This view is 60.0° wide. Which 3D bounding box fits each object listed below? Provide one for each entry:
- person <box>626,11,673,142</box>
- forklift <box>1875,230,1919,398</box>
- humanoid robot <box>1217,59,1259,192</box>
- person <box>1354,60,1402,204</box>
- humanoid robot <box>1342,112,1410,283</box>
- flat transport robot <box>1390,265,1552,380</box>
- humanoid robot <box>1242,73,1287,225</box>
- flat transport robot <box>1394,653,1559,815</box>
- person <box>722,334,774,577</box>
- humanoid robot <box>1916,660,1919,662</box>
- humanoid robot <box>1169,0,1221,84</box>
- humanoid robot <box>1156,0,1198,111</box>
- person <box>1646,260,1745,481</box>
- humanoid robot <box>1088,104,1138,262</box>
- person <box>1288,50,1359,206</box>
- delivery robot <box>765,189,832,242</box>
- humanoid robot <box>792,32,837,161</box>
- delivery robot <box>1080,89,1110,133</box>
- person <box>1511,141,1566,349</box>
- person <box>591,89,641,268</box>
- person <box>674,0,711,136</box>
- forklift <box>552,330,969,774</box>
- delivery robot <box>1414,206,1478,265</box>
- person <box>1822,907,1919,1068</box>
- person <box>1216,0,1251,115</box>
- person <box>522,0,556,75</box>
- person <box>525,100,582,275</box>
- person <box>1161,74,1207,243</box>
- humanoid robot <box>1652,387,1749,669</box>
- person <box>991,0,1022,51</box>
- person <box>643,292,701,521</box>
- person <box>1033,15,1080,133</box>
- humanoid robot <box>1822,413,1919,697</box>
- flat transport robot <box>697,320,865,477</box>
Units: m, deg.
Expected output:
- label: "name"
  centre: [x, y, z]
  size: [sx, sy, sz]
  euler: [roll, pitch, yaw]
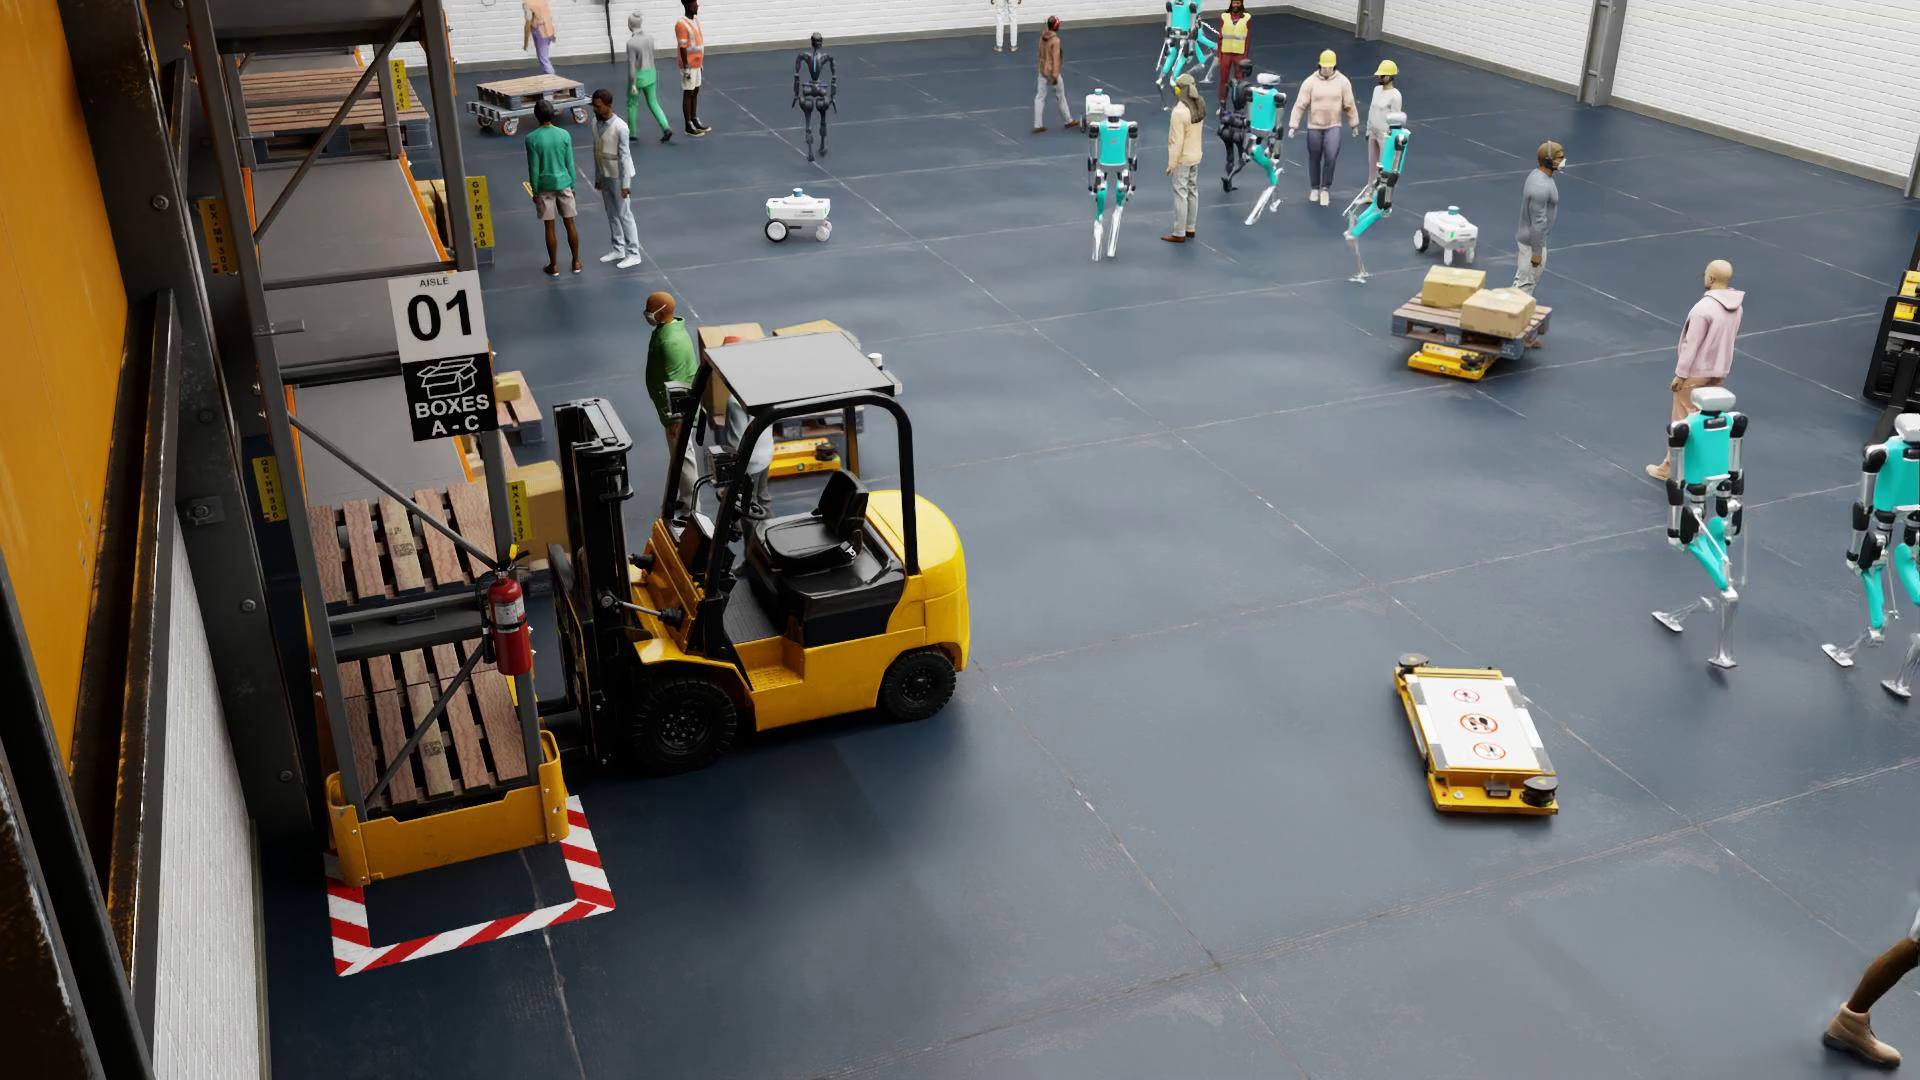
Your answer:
- label: "person"
  centre: [-4.390, -6.413, 23.021]
  size: [0.809, 1.812, 0.517]
  euler: [21, 34, 36]
- label: "forklift"
  centre: [9.029, -2.397, 14.618]
  size: [1.214, 2.155, 2.313]
  euler: [18, 32, 32]
- label: "humanoid robot"
  centre: [3.369, -5.112, 20.594]
  size: [0.594, 1.644, 0.491]
  euler: [23, 35, 38]
- label: "person"
  centre: [5.056, -4.867, 20.001]
  size: [0.310, 1.768, 0.521]
  euler: [-11, 29, -21]
- label: "humanoid robot"
  centre: [4.281, -3.581, 17.509]
  size: [0.744, 1.814, 0.574]
  euler: [2, 27, 3]
- label: "flat transport robot"
  centre: [4.791, -1.859, 15.684]
  size: [0.659, 0.231, 1.431]
  euler: [17, 31, 30]
- label: "humanoid robot"
  centre: [3.704, -4.624, 19.618]
  size: [0.545, 1.797, 0.968]
  euler: [24, 35, 39]
- label: "flat transport robot"
  centre: [3.002, 1.123, 9.754]
  size: [0.659, 0.231, 1.431]
  euler: [2, 27, 3]
- label: "person"
  centre: [-1.478, -0.586, 11.517]
  size: [0.351, 1.738, 0.572]
  euler: [7, 28, 14]
- label: "humanoid robot"
  centre: [6.374, 0.136, 10.182]
  size: [0.615, 1.644, 0.611]
  euler: [5, 27, 10]
- label: "humanoid robot"
  centre: [3.820, -8.008, 26.259]
  size: [0.980, 1.727, 0.539]
  euler: [11, 29, 21]
- label: "humanoid robot"
  centre: [3.174, -7.269, 24.860]
  size: [0.553, 1.828, 0.652]
  euler: [21, 33, 35]
- label: "person"
  centre: [5.750, -1.288, 12.875]
  size: [0.538, 1.776, 0.409]
  euler: [-15, 30, -27]
- label: "humanoid robot"
  centre: [1.643, -3.866, 18.098]
  size: [0.537, 1.836, 0.759]
  euler: [1, 27, 3]
- label: "person"
  centre: [4.404, -4.982, 20.140]
  size: [0.826, 1.842, 0.685]
  euler: [5, 27, 11]
- label: "delivery robot"
  centre: [-1.867, -3.720, 19.085]
  size: [0.813, 0.609, 0.499]
  euler: [1, 27, 1]
- label: "humanoid robot"
  centre: [-1.954, -5.957, 22.284]
  size: [0.607, 1.636, 0.624]
  euler: [-1, 27, -2]
- label: "delivery robot"
  centre: [1.988, -6.187, 23.968]
  size: [0.499, 0.587, 0.777]
  euler: [1, 27, 3]
- label: "person"
  centre: [5.423, -2.790, 15.680]
  size: [0.372, 1.940, 0.629]
  euler: [7, 27, 13]
- label: "person"
  centre: [-3.719, -3.910, 17.945]
  size: [0.382, 1.909, 0.590]
  euler: [-24, 35, -38]
- label: "person"
  centre: [-3.786, -6.727, 23.481]
  size: [0.371, 1.966, 0.601]
  euler: [6, 27, 11]
- label: "forklift"
  centre: [-1.094, 0.010, 9.831]
  size: [2.313, 2.155, 1.214]
  euler: [-10, 28, -20]
- label: "delivery robot"
  centre: [5.419, -3.394, 18.415]
  size: [0.499, 0.590, 0.793]
  euler: [-5, 27, -10]
- label: "person"
  centre: [4.363, 1.540, 6.989]
  size: [1.032, 1.990, 0.616]
  euler: [18, 32, 31]
- label: "person"
  centre: [4.041, -7.188, 24.622]
  size: [0.469, 1.763, 0.361]
  euler: [6, 27, 13]
- label: "person"
  centre: [-6.492, -7.777, 25.747]
  size: [0.498, 1.800, 0.610]
  euler: [7, 27, 13]
- label: "person"
  centre: [-4.306, -3.727, 17.643]
  size: [0.491, 1.850, 0.397]
  euler: [-12, 29, -22]
- label: "person"
  centre: [2.533, -4.287, 18.730]
  size: [0.398, 1.875, 0.554]
  euler: [20, 33, 34]
- label: "humanoid robot"
  centre: [4.807, 0.010, 10.399]
  size: [0.552, 1.745, 1.012]
  euler: [-7, 28, -14]
- label: "person"
  centre: [0.813, -9.557, 29.201]
  size: [0.573, 1.884, 0.356]
  euler: [-3, 27, -6]
- label: "person"
  centre: [-2.101, -0.970, 12.242]
  size: [0.385, 1.781, 0.551]
  euler: [-6, 27, -12]
- label: "person"
  centre: [1.354, -6.647, 23.694]
  size: [0.757, 1.622, 0.465]
  euler: [-20, 33, -34]
- label: "humanoid robot"
  centre: [5.730, 0.152, 10.075]
  size: [0.551, 1.771, 0.921]
  euler: [-2, 27, -5]
- label: "flat transport robot"
  centre: [-1.469, -0.907, 13.792]
  size: [0.659, 0.231, 1.431]
  euler: [-7, 28, -14]
